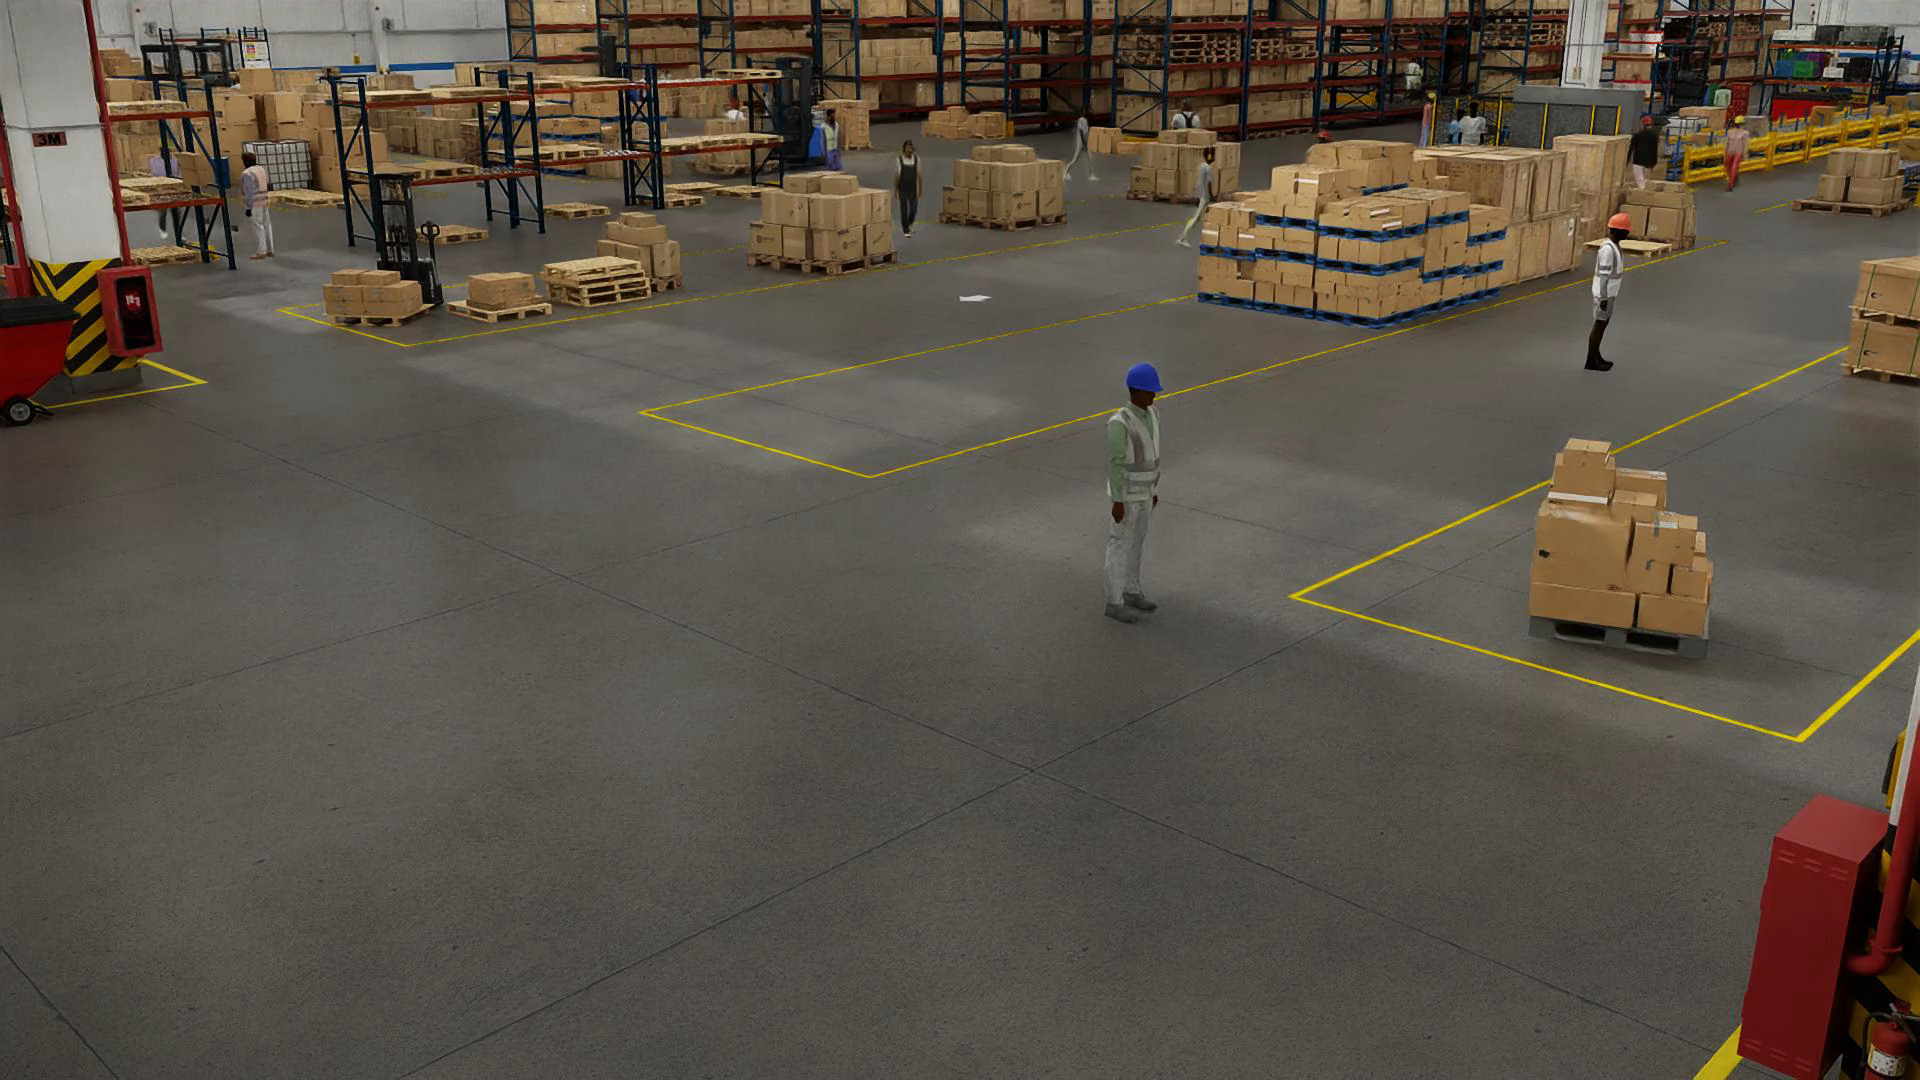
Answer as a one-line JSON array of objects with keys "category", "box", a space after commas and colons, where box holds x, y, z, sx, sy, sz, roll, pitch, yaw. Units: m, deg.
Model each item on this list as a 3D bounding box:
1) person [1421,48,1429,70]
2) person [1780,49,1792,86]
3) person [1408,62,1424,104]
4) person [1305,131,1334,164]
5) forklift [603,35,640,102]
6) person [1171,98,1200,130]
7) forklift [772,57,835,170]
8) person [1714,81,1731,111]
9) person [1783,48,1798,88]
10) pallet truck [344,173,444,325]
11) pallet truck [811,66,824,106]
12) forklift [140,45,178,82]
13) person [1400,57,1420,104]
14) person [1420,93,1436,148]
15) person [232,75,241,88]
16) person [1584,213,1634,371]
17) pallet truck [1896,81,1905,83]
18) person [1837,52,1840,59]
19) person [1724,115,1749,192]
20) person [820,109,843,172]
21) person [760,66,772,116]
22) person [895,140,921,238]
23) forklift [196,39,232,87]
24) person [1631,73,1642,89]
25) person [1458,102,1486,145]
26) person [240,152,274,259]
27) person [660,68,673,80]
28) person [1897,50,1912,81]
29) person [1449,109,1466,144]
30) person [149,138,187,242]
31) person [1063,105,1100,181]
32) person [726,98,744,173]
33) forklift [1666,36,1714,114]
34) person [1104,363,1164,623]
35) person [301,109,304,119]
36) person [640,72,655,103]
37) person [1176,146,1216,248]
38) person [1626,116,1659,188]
[{"category": "person", "box": [21.236, -21.592, 76.329, 0.667, 1.921, 0.655, -12, 22, -31]}, {"category": "person", "box": [40.063, -22.885, 80.484, 0.337, 1.760, 0.526, -10, 21, -27]}, {"category": "person", "box": [18.715, -18.703, 68.044, 0.850, 1.656, 0.536, -13, 23, -35]}, {"category": "person", "box": [7.013, -7.019, 32.495, 0.571, 1.896, 0.361, 4, 19, 10]}, {"category": "forklift", "box": [-13.150, -17.640, 62.928, 1.873, 2.768, 1.129, 0, 18, -1]}, {"category": "person", "box": [5.490, -9.784, 40.573, 0.679, 2.000, 1.052, -7, 20, -20]}, {"category": "forklift", "box": [-4.225, -11.159, 43.403, 1.129, 2.768, 1.873, 17, 25, 41]}, {"category": "person", "box": [24.969, -14.199, 54.511, 0.497, 1.633, 0.287, 11, 22, 31]}, {"category": "person", "box": [39.468, -22.380, 78.774, 0.560, 1.869, 1.037, 16, 24, 40]}, {"category": "pallet truck", "box": [-8.209, -4.181, 23.757, 0.823, 1.965, 1.885, 3, 19, 9]}, {"category": "pallet truck", "box": [-4.812, -15.182, 56.903, 0.823, 1.965, 1.885, -9, 21, -26]}, {"category": "forklift", "box": [-25.308, -14.292, 52.842, 1.129, 2.768, 1.873, -3, 19, -9]}, {"category": "person", "box": [18.109, -18.490, 66.871, 0.858, 2.012, 0.622, -17, 25, -41]}, {"category": "person", "box": [13.060, -11.563, 46.376, 0.327, 1.760, 0.523, -1, 18, -3]}, {"category": "person", "box": [-22.516, -13.593, 52.206, 0.632, 1.940, 0.372, -14, 23, -35]}, {"category": "person", "box": [7.983, -3.043, 20.447, 0.385, 1.930, 0.541, 12, 22, 33]}, {"category": "pallet truck", "box": [34.802, -16.331, 61.455, 0.653, 1.274, 1.630, 17, 25, 41]}, {"category": "person", "box": [41.165, -22.287, 78.312, 0.396, 1.992, 0.622, 14, 23, 36]}, {"category": "person", "box": [18.048, -8.992, 38.646, 0.597, 1.748, 0.530, -14, 23, -37]}, {"category": "person", "box": [-2.965, -8.976, 38.347, 0.449, 1.900, 0.629, 13, 22, 33]}, {"category": "person", "box": [-7.064, -16.335, 60.620, 0.429, 1.844, 0.625, 2, 19, 7]}, {"category": "person", "box": [-0.992, -6.640, 31.434, 0.525, 1.827, 0.517, -4, 19, -12]}, {"category": "forklift", "box": [-26.222, -16.221, 58.652, 1.129, 2.768, 1.873, 1, 18, 3]}, {"category": "person", "box": [22.050, -14.404, 54.758, 0.679, 1.869, 0.911, -12, 22, -32]}, {"category": "person", "box": [12.180, -9.451, 39.683, 0.613, 1.964, 0.361, 6, 19, 19]}, {"category": "person", "box": [-12.245, -5.810, 28.917, 0.430, 1.841, 0.624, 2, 19, 7]}, {"category": "person", "box": [-11.427, -17.612, 64.862, 0.521, 1.600, 0.739, -1, 18, -2]}, {"category": "person", "box": [41.863, -20.759, 73.853, 0.612, 1.919, 0.948, -5, 19, -14]}, {"category": "person", "box": [12.460, -9.982, 41.743, 0.534, 1.674, 0.769, -5, 19, -15]}, {"category": "person", "box": [-14.804, -6.547, 31.058, 0.596, 1.894, 0.863, -17, 25, -41]}, {"category": "person", "box": [2.953, -9.741, 40.784, 0.936, 1.833, 0.520, 9, 20, 26]}, {"category": "person", "box": [-5.723, -10.299, 42.398, 0.596, 1.864, 0.495, 14, 23, 36]}, {"category": "forklift", "box": [27.341, -17.291, 61.877, 1.129, 2.768, 1.873, 17, 25, 41]}, {"category": "person", "box": [1.300, -0.364, 12.337, 0.404, 1.945, 0.616, 12, 22, 32]}, {"category": "person", "box": [-16.767, -10.194, 42.498, 0.537, 1.591, 0.848, -17, 25, -41]}, {"category": "person", "box": [-10.563, -14.988, 56.462, 0.595, 1.911, 0.385, -4, 19, -12]}, {"category": "person", "box": [4.424, -6.193, 30.117, 1.001, 1.830, 0.531, 0, 18, 0]}, {"category": "person", "box": [14.489, -8.012, 35.391, 0.626, 1.944, 1.033, -4, 19, -12]}]
